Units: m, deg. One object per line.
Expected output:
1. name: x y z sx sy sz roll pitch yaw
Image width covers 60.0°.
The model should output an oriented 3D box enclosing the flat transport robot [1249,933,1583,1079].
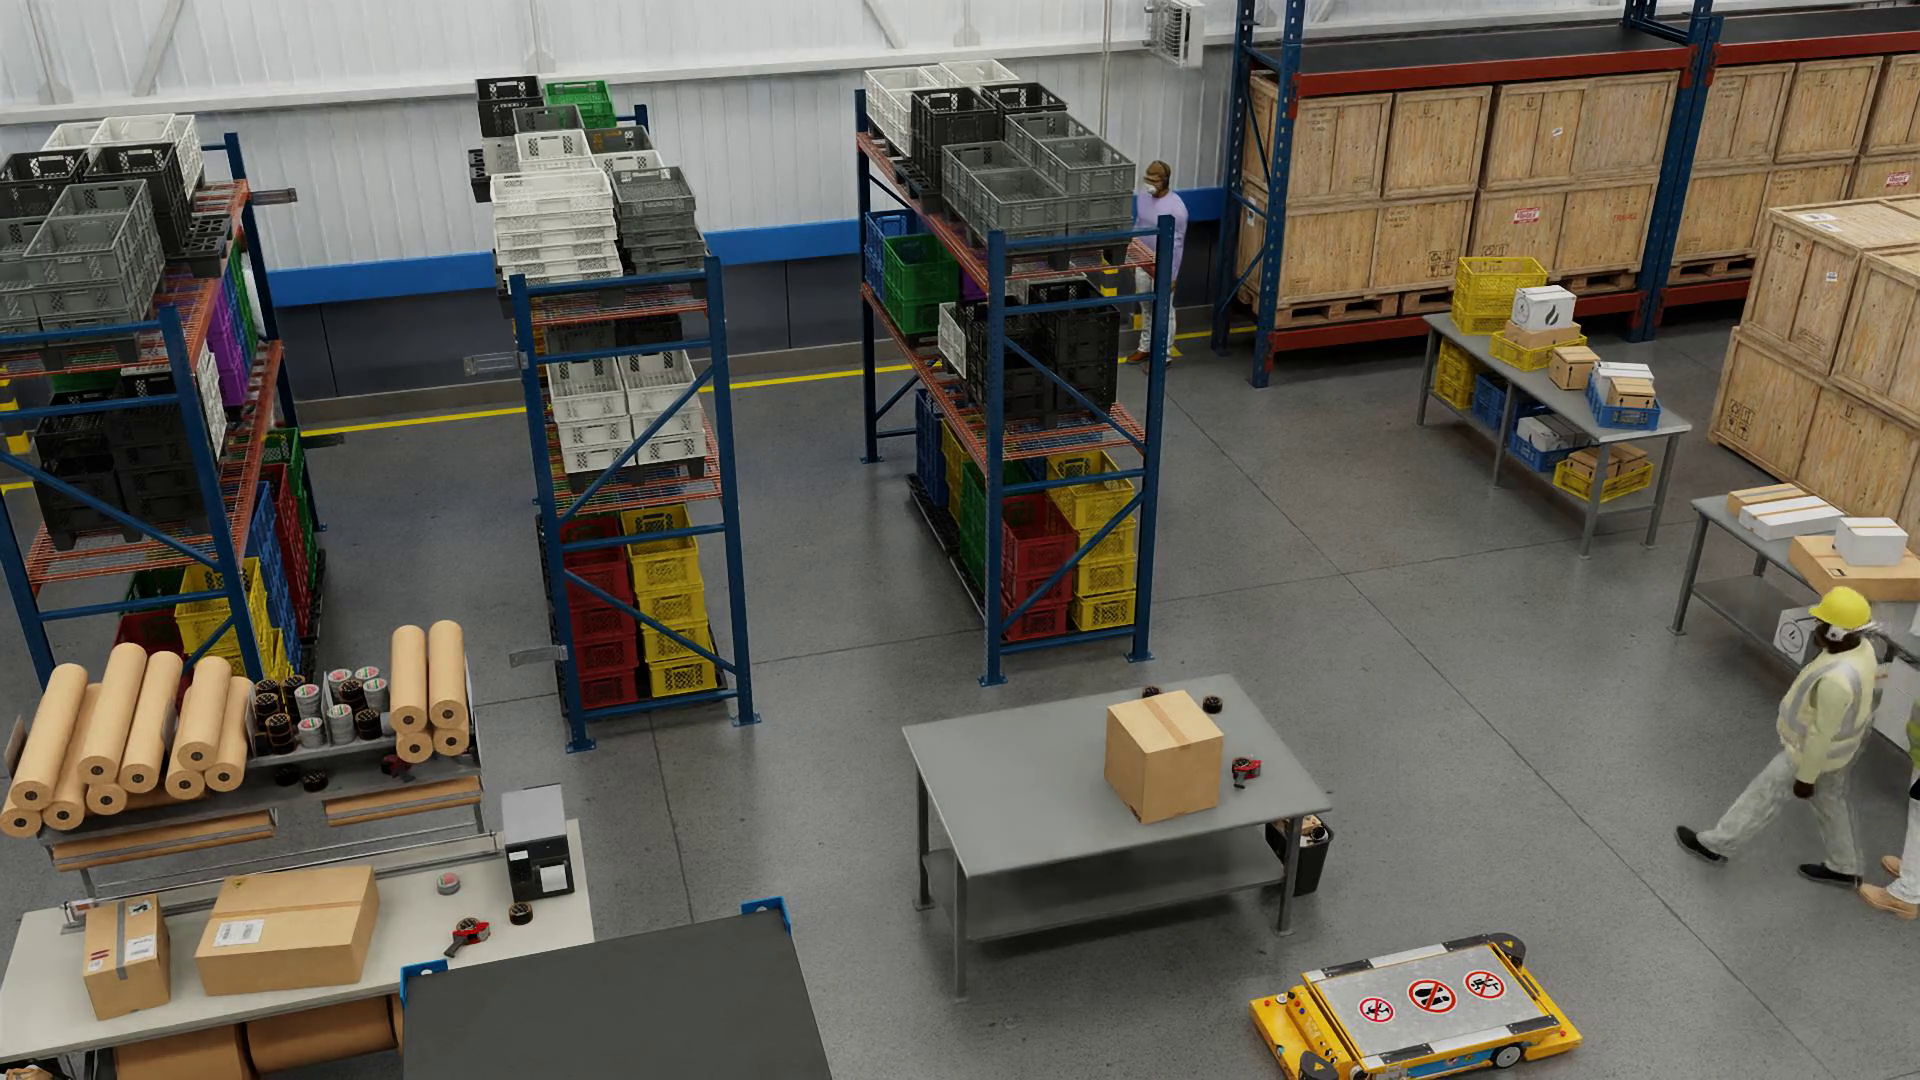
1. flat transport robot: 2.184 2.282 7.980 1.431 0.197 0.652 -8 30 -14

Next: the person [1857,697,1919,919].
1. person: 5.051 1.104 8.505 0.633 1.843 0.429 -24 37 -36

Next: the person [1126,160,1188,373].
1. person: 1.761 -2.451 14.884 0.367 1.933 0.627 -17 33 -28

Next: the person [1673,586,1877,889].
1. person: 4.439 1.032 8.710 0.806 1.791 0.613 23 36 35
